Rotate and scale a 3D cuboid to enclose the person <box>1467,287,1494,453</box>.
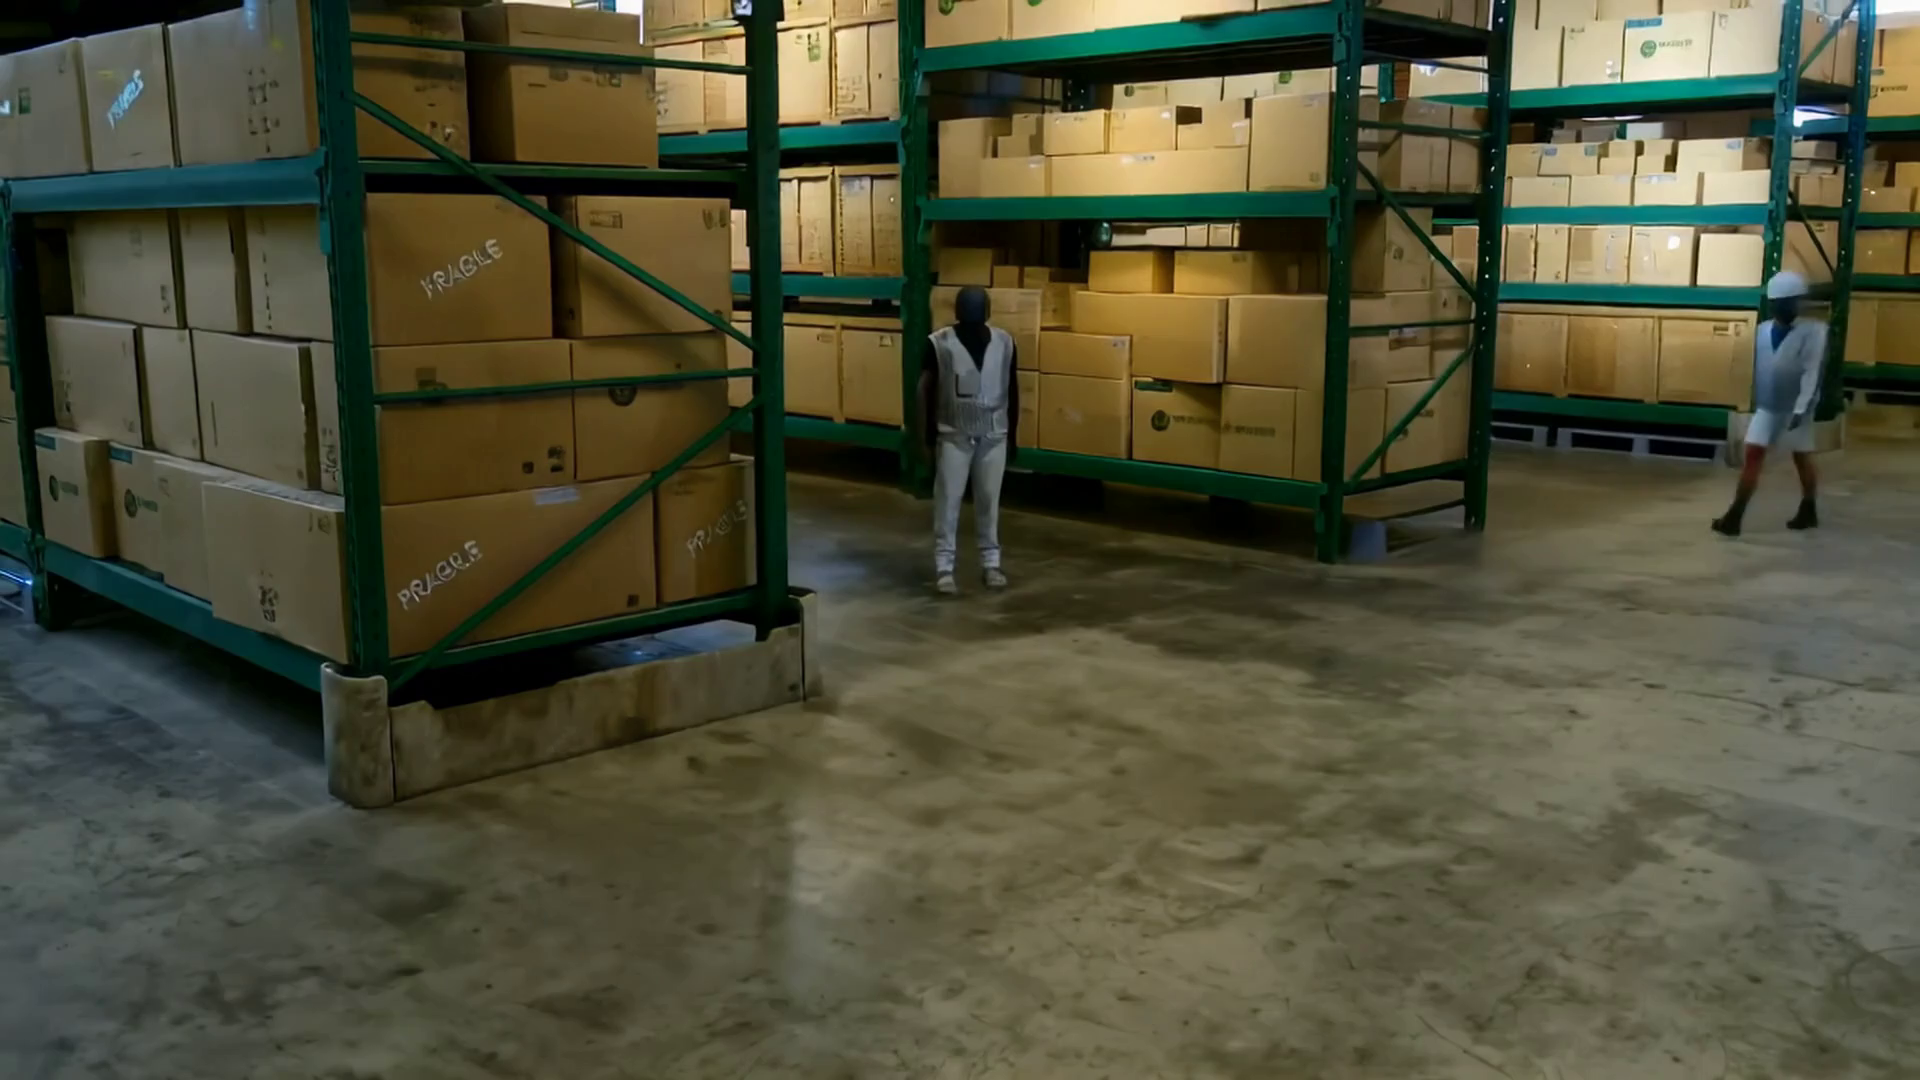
[{"bbox_3d":[4.624,-1.565,15.314,0.609,1.806,0.676,-10,14,-43],"label":"person"}]

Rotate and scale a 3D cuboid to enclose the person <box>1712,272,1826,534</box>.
[{"bbox_3d":[5.886,-0.971,11.897,1.039,1.875,0.562,-6,12,-30],"label":"person"}]

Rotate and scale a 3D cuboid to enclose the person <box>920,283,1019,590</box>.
[{"bbox_3d":[0.072,-0.620,10.065,0.626,1.846,0.429,-3,11,-17],"label":"person"}]
